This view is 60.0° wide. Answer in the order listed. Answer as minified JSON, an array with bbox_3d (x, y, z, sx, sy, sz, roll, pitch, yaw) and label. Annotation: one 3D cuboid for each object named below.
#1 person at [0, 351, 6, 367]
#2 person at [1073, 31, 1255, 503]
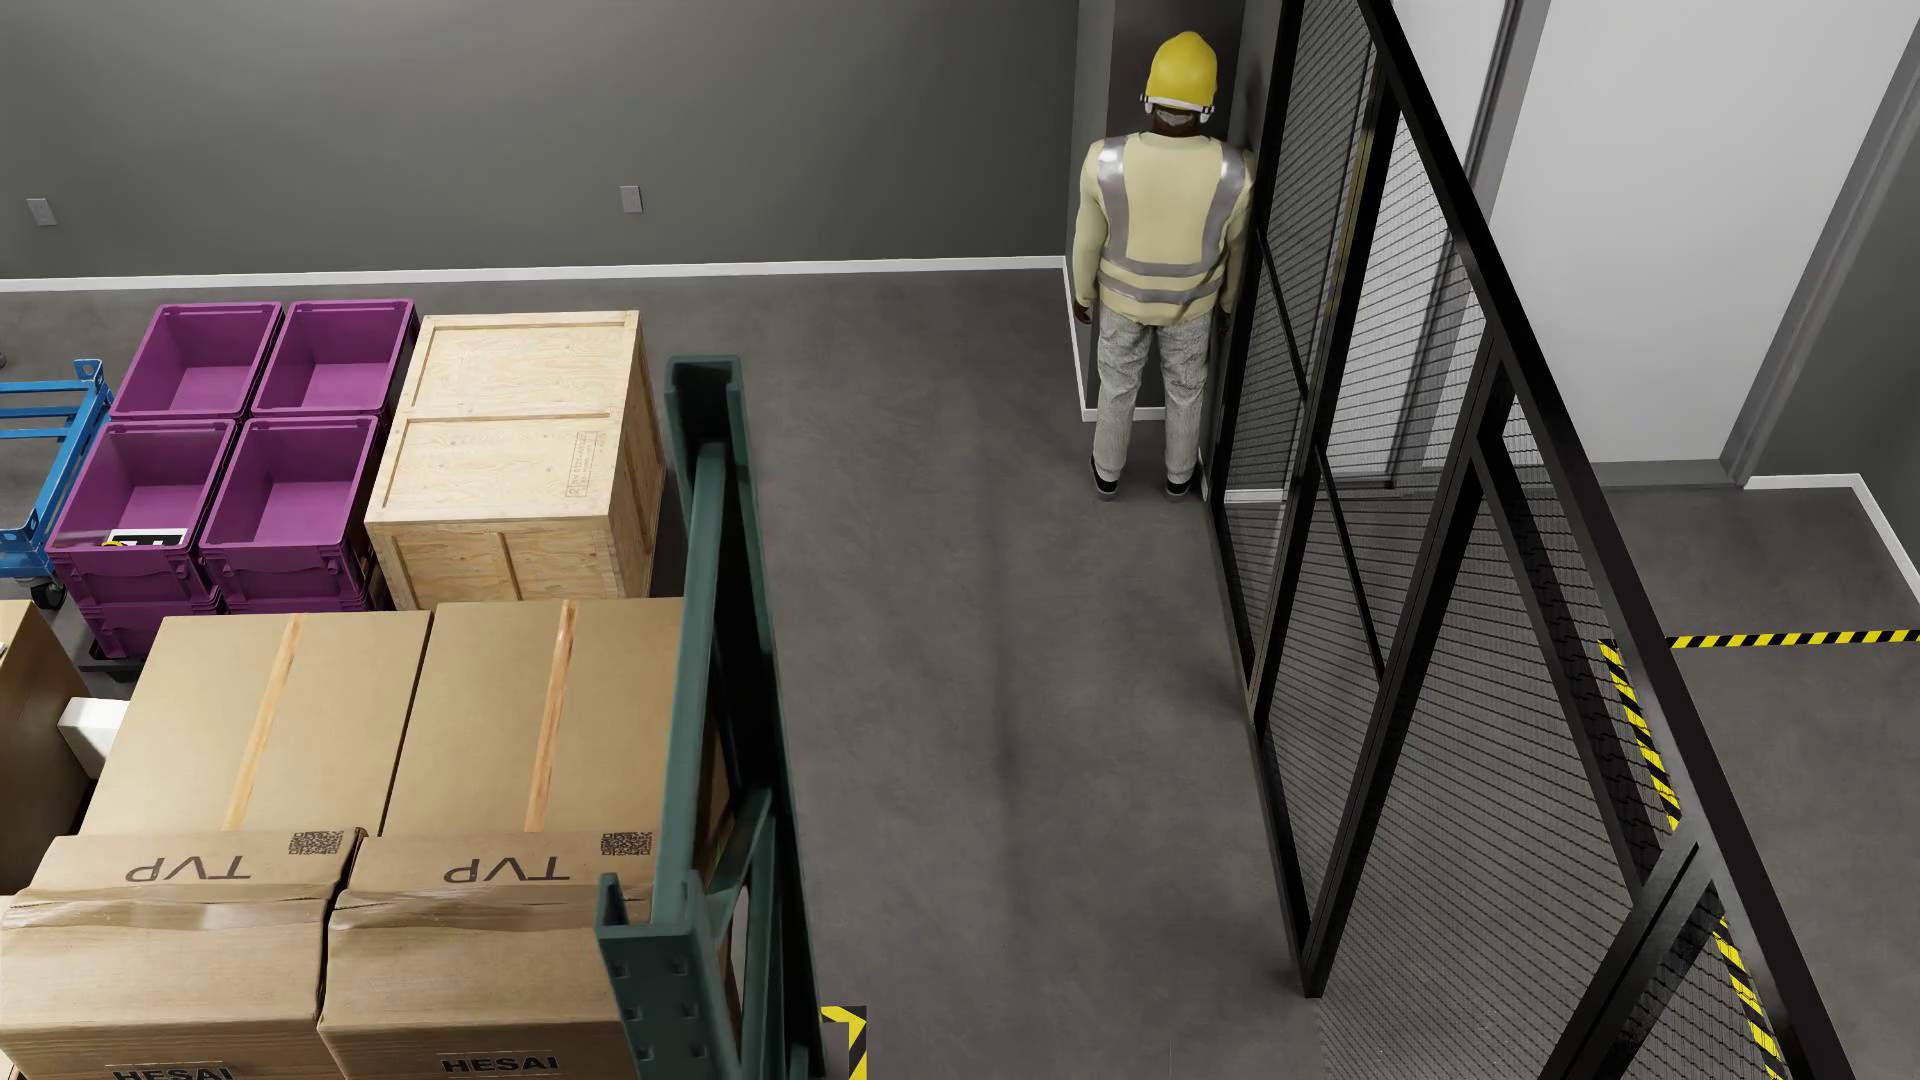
[{"bbox_3d":[-4.024,-1.272,5.971,0.352,1.937,0.635,-3,46,-3],"label":"person"},{"bbox_3d":[0.679,-0.866,5.655,0.600,1.830,0.404,4,46,4],"label":"person"}]
